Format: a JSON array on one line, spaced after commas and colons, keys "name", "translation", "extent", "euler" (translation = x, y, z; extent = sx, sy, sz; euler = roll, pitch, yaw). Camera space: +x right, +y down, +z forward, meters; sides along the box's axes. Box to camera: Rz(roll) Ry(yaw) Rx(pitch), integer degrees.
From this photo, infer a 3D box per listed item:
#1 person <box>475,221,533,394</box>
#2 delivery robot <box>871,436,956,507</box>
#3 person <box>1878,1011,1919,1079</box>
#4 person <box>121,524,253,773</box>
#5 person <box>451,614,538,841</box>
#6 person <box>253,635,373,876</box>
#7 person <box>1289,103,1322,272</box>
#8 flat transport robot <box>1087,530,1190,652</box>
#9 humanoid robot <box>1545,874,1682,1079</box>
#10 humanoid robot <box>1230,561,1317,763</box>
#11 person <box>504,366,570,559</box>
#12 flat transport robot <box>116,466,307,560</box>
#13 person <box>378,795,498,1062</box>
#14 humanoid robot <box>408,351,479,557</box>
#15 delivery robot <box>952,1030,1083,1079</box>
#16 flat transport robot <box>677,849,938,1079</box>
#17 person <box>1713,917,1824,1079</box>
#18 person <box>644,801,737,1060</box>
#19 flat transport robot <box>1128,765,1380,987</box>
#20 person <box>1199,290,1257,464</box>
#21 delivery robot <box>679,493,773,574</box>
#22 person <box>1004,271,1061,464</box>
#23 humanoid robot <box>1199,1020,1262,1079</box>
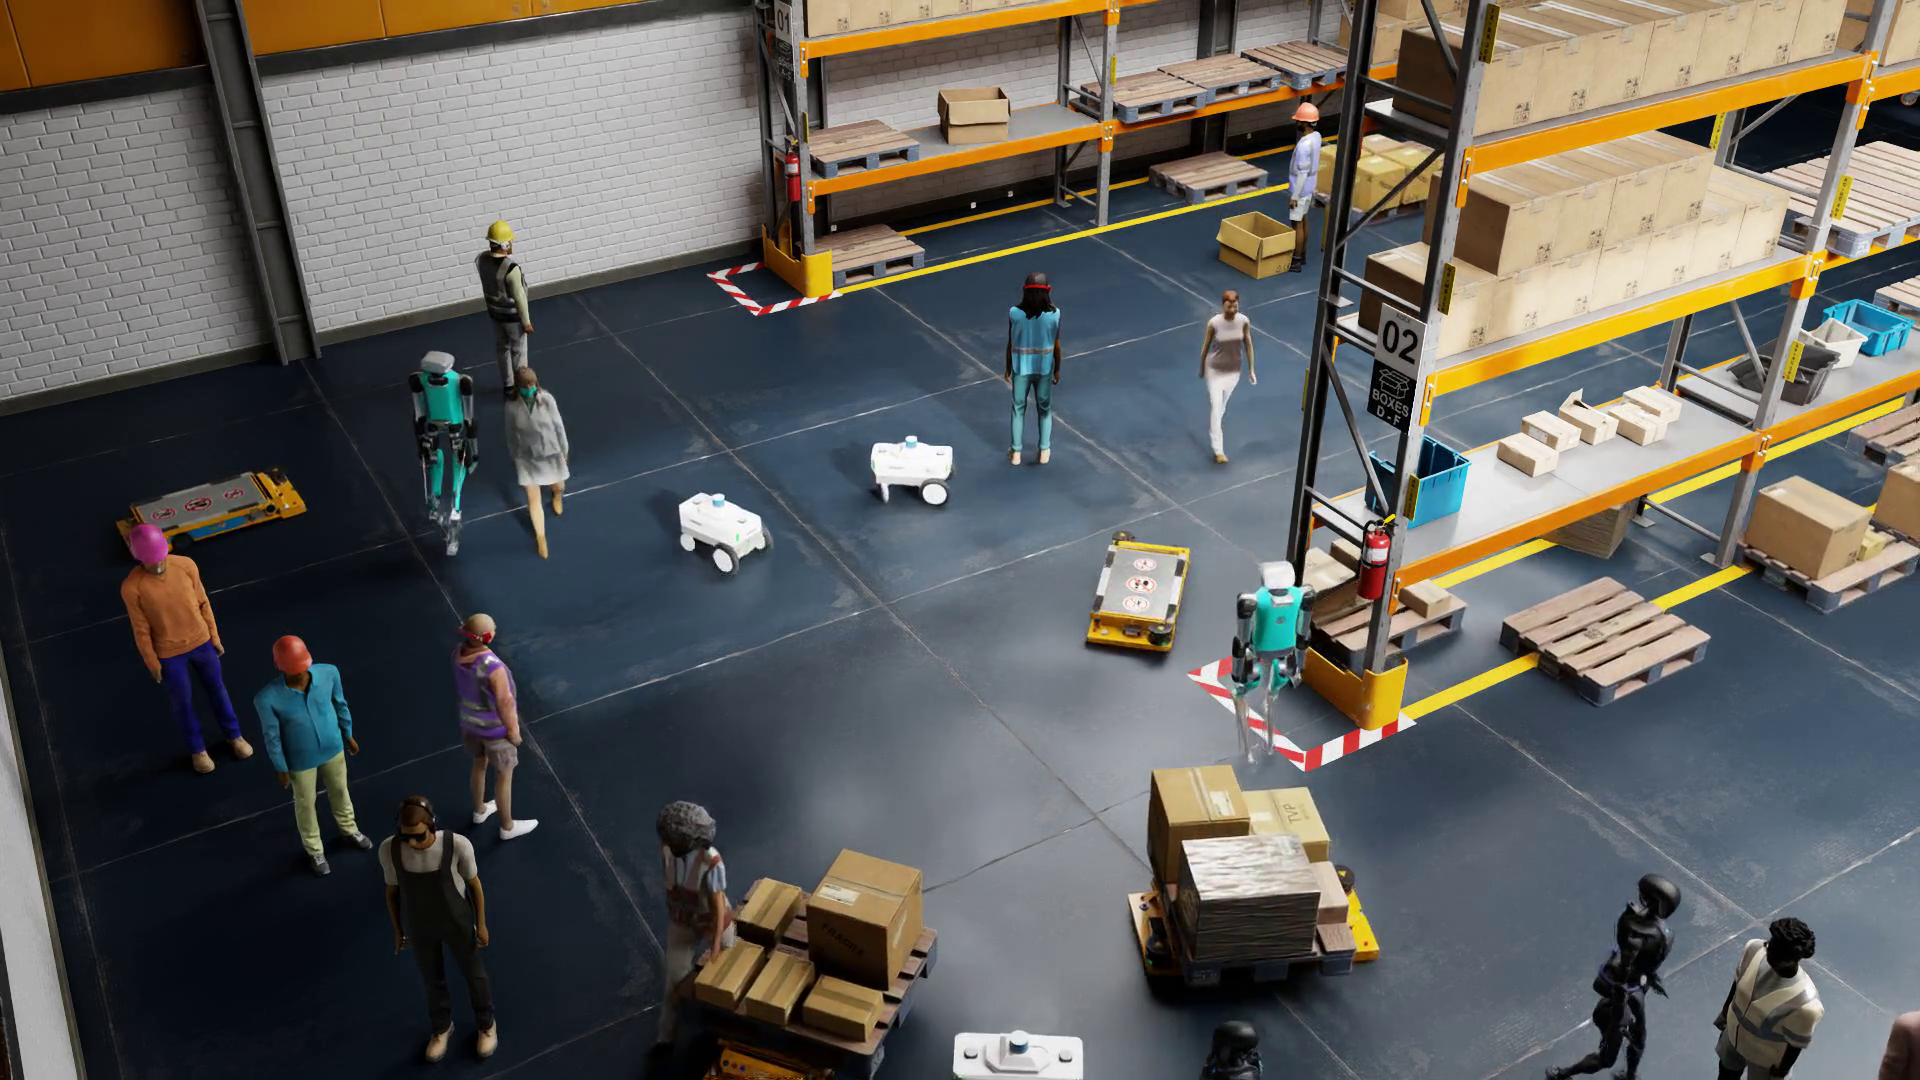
[{"name": "person", "translation": [-4.379, -2.215, 16.161], "extent": [0.595, 1.820, 0.403], "euler": [23, 39, 32]}, {"name": "delivery robot", "translation": [-0.405, -0.646, 14.839], "extent": [0.761, 0.589, 0.502], "euler": [3, 32, 5]}, {"name": "person", "translation": [4.808, 2.811, 8.220], "extent": [0.586, 1.727, 0.360], "euler": [11, 34, 17]}, {"name": "person", "translation": [-5.309, 0.724, 11.334], "extent": [0.518, 1.972, 0.404], "euler": [-27, 41, -36]}, {"name": "person", "translation": [-3.062, 1.205, 10.836], "extent": [0.493, 1.680, 0.358], "euler": [22, 38, 31]}, {"name": "person", "translation": [-4.093, 1.330, 10.564], "extent": [0.337, 1.752, 0.563], "euler": [27, 41, 36]}, {"name": "person", "translation": [3.856, -4.003, 18.899], "extent": [0.361, 1.935, 0.552], "euler": [14, 35, 22]}, {"name": "flat transport robot", "translation": [1.459, 0.402, 13.442], "extent": [0.659, 0.231, 1.431], "euler": [7, 33, 11]}, {"name": "humanoid robot", "translation": [3.580, 2.410, 8.934], "extent": [0.518, 1.634, 0.589], "euler": [24, 39, 33]}, {"name": "humanoid robot", "translation": [2.054, 0.830, 11.426], "extent": [0.561, 1.824, 0.688], "euler": [-5, 32, -8]}, {"name": "person", "translation": [-3.540, -0.733, 13.967], "extent": [0.503, 1.637, 0.759], "euler": [-10, 33, -15]}, {"name": "flat transport robot", "translation": [-6.520, -0.244, 14.474], "extent": [1.431, 0.231, 0.659], "euler": [-20, 37, -29]}, {"name": "person", "translation": [-2.874, 2.138, 9.192], "extent": [0.512, 1.843, 0.334], "euler": [-3, 32, -4]}, {"name": "humanoid robot", "translation": [-4.258, -0.617, 13.687], "extent": [0.554, 1.778, 0.794], "euler": [2, 32, 3]}, {"name": "delivery robot", "translation": [0.293, 2.935, 9.133], "extent": [0.769, 0.594, 0.499], "euler": [1, 32, 2]}, {"name": "flat transport robot", "translation": [-0.904, 2.759, 9.684], "extent": [0.659, 0.231, 1.431], "euler": [12, 34, 18]}, {"name": "person", "translation": [4.123, 2.596, 8.602], "extent": [0.320, 1.693, 0.532], "euler": [-8, 33, -13]}, {"name": "person", "translation": [-1.511, 2.169, 9.318], "extent": [0.444, 1.641, 0.846], "euler": [11, 34, 18]}, {"name": "flat transport robot", "translation": [1.809, 2.361, 10.318], "extent": [1.431, 0.231, 0.659], "euler": [-3, 32, -5]}, {"name": "person", "translation": [2.451, -1.543, 15.275], "extent": [0.441, 1.609, 0.868], "euler": [-7, 33, -11]}, {"name": "delivery robot", "translation": [-1.991, -0.091, 13.976], "extent": [0.805, 0.612, 0.499], "euler": [21, 38, 30]}, {"name": "person", "translation": [0.654, -1.538, 15.044], "extent": [0.507, 1.862, 0.395], "euler": [-1, 32, -2]}, {"name": "humanoid robot", "translation": [1.272, 2.901, 8.156], "extent": [0.726, 1.624, 0.600], "euler": [-6, 33, -10]}]
